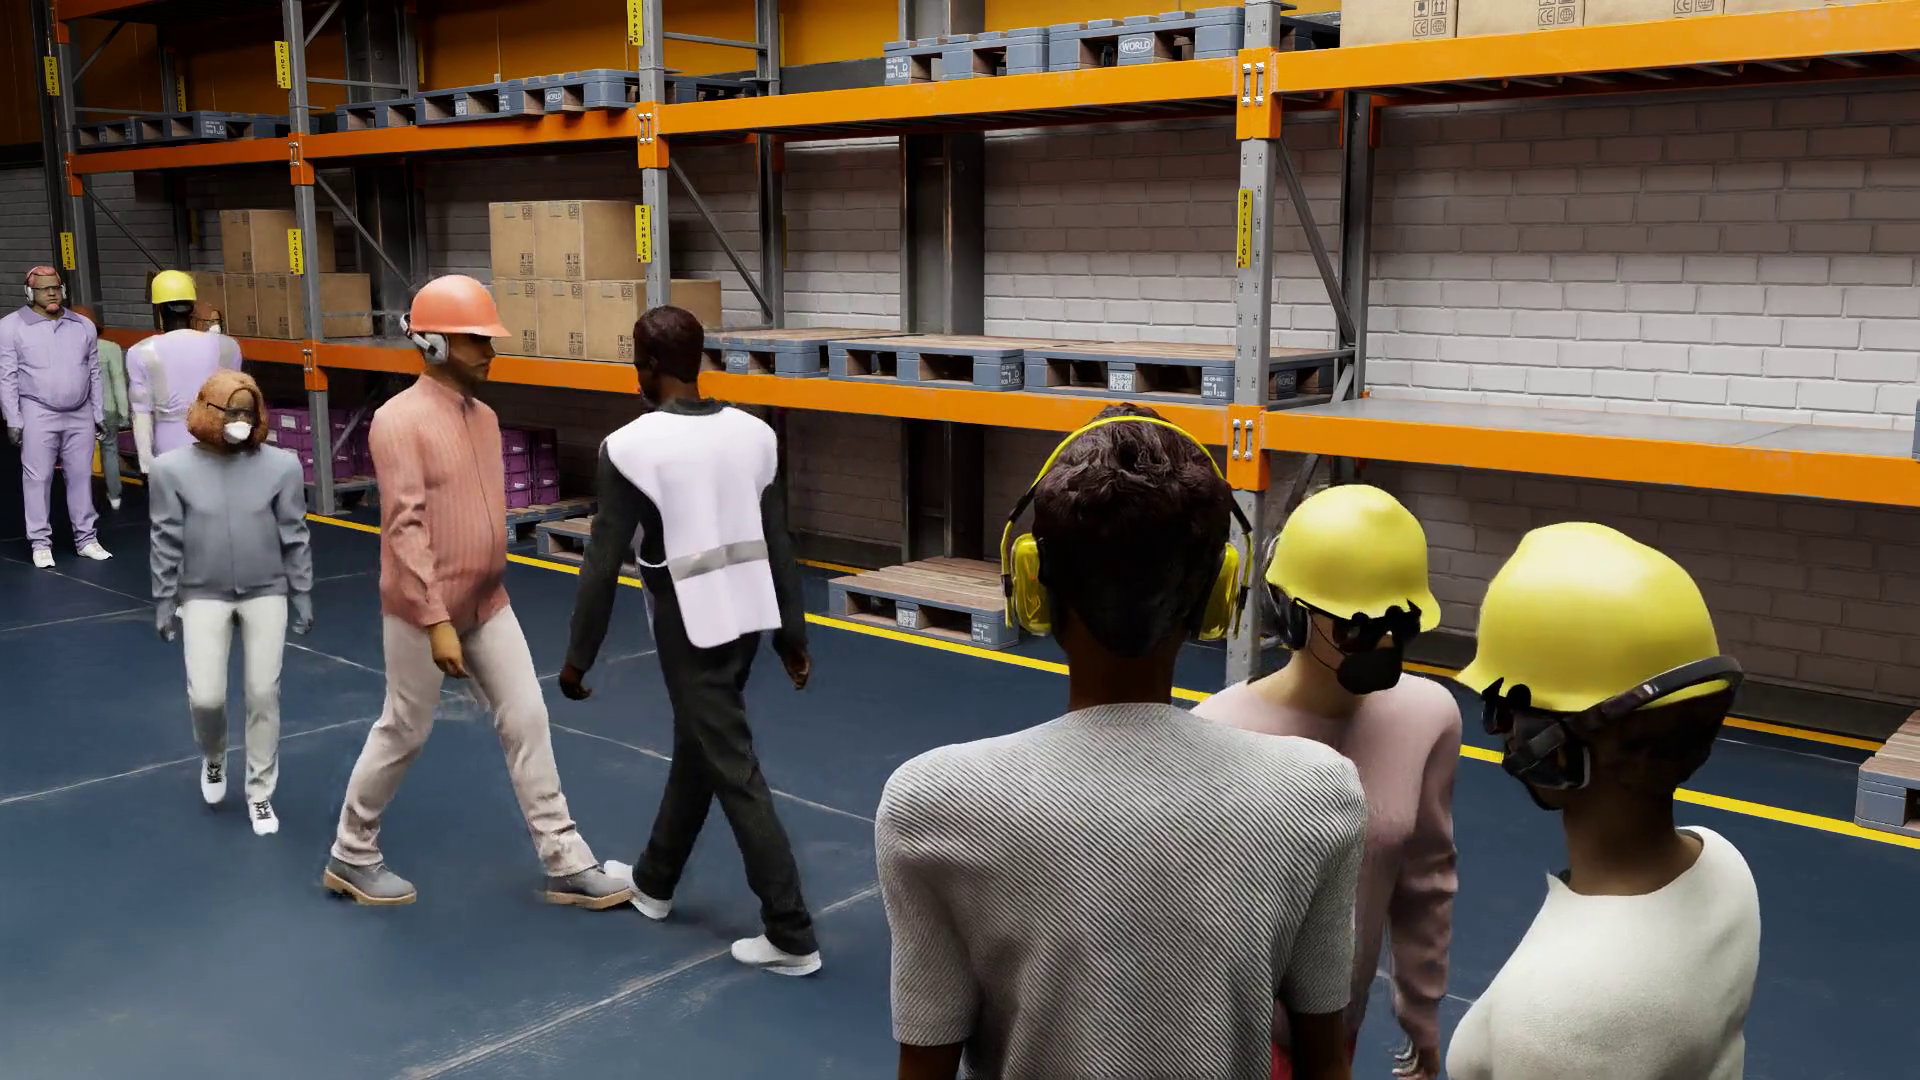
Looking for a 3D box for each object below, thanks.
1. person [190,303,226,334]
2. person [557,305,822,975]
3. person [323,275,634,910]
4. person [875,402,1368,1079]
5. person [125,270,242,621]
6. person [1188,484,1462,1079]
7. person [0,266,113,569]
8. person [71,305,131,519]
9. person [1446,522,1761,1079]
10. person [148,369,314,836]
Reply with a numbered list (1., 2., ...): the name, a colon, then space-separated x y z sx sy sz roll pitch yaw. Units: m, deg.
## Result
1. person: -5.459 -0.904 12.111 0.287 1.628 0.496 6 11 30
2. person: -0.778 0.275 4.732 0.987 1.853 0.617 7 12 33
3. person: -1.528 0.185 5.022 0.990 1.952 0.622 4 11 20
4. person: 0.156 0.793 1.754 0.535 1.869 0.314 -2 10 -9
5. person: -4.080 -0.476 8.857 0.597 1.911 0.708 -8 13 -37
6. person: 0.462 0.727 2.628 0.557 1.701 0.693 -5 11 -28
7. person: -5.771 -0.785 10.635 0.407 1.908 0.641 7 12 36
8. person: -6.552 -0.967 12.567 0.532 1.585 0.878 -4 11 -20
9. person: 0.613 0.860 1.675 0.328 1.765 0.527 8 13 38
10. person: -2.521 0.209 5.782 0.516 1.619 0.404 -5 11 -28
